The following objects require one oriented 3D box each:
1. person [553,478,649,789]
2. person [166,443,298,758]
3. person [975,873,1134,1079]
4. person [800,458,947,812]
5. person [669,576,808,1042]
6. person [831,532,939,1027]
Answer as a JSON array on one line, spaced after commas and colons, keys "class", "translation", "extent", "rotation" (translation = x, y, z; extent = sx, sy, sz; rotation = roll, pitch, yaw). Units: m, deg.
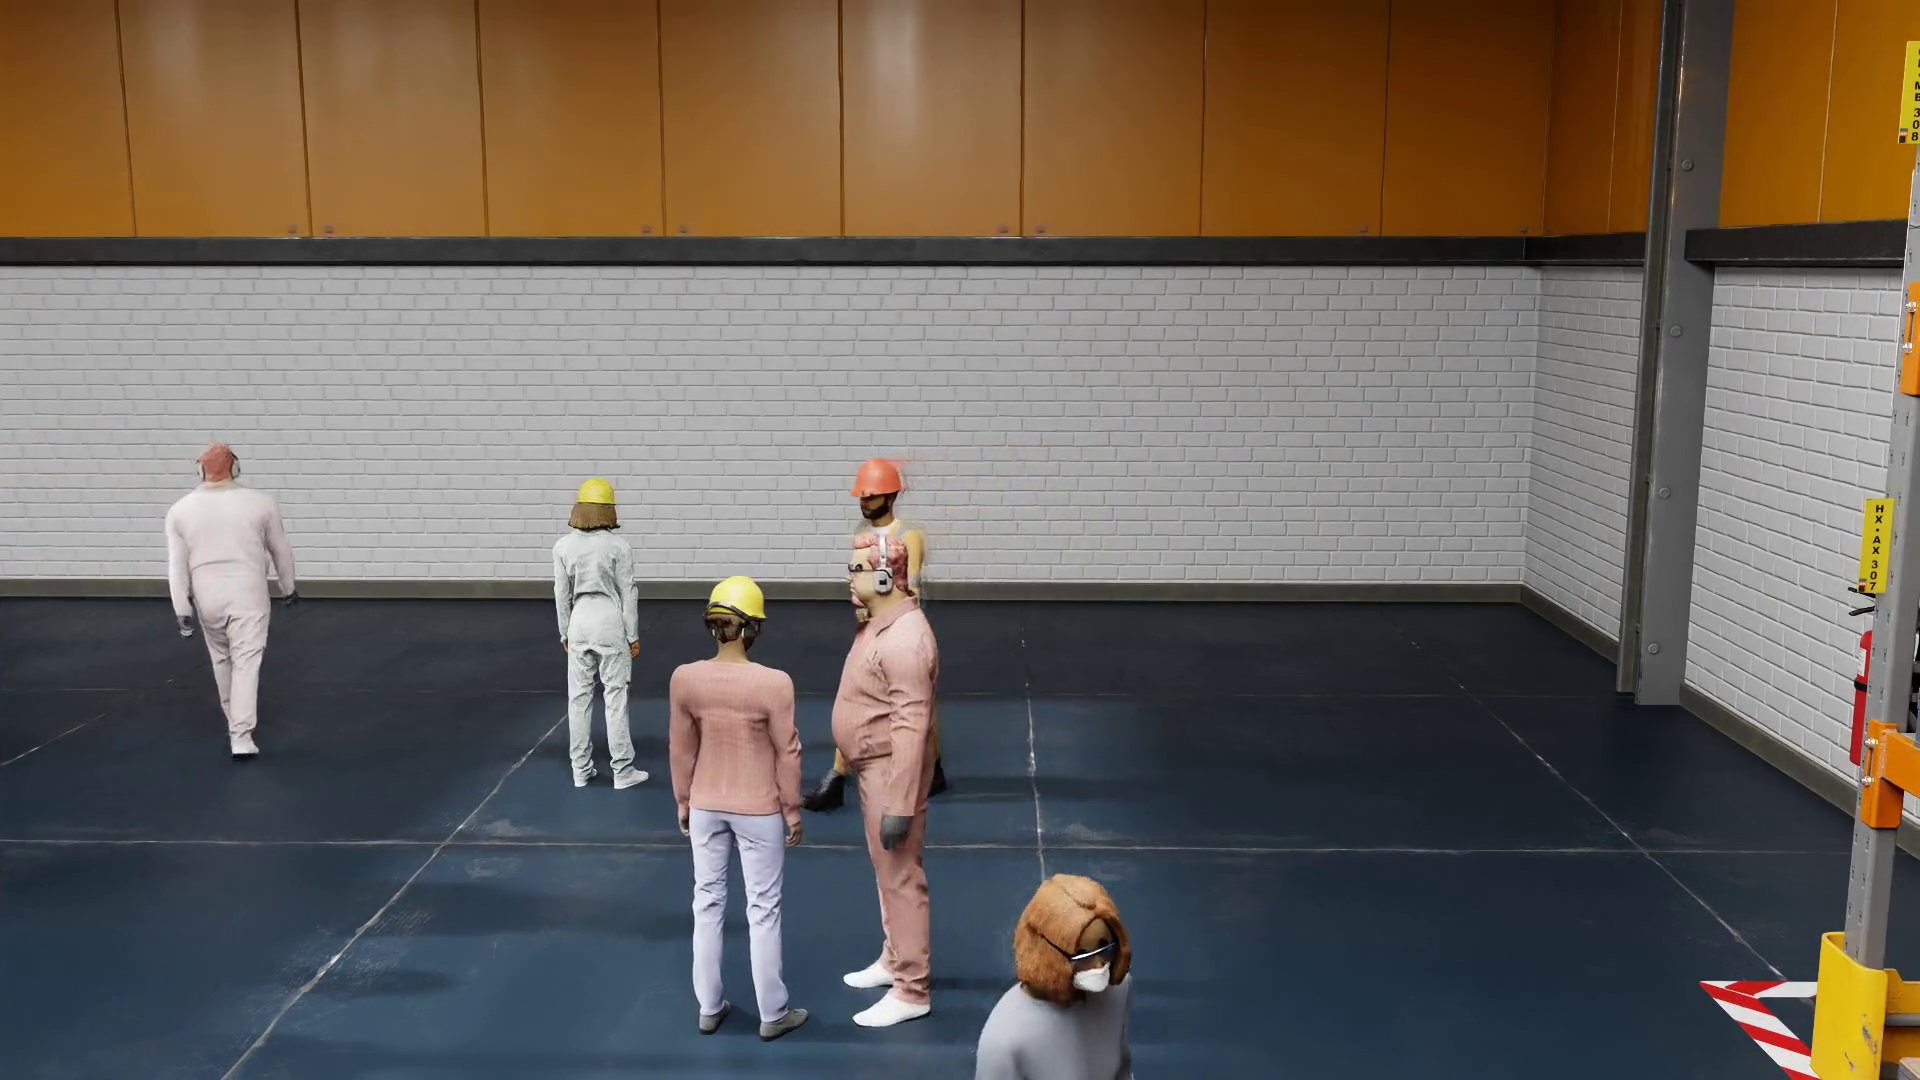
[{"class": "person", "translation": [-2.003, 0.520, 9.268], "extent": [0.485, 1.738, 0.307], "rotation": [2, 10, 14]}, {"class": "person", "translation": [-4.365, 0.346, 9.991], "extent": [0.639, 1.853, 1.026], "rotation": [-1, 10, -7]}, {"class": "person", "translation": [0.229, 1.504, 3.723], "extent": [0.398, 1.610, 0.537], "rotation": [9, 13, 42]}, {"class": "person", "translation": [-0.440, 0.506, 8.907], "extent": [0.904, 1.892, 0.564], "rotation": [-8, 13, -41]}, {"class": "person", "translation": [-0.832, 1.010, 6.273], "extent": [0.523, 1.759, 0.336], "rotation": [3, 10, 18]}, {"class": "person", "translation": [-0.291, 0.913, 6.417], "extent": [0.401, 1.906, 0.678], "rotation": [-2, 10, -9]}]
